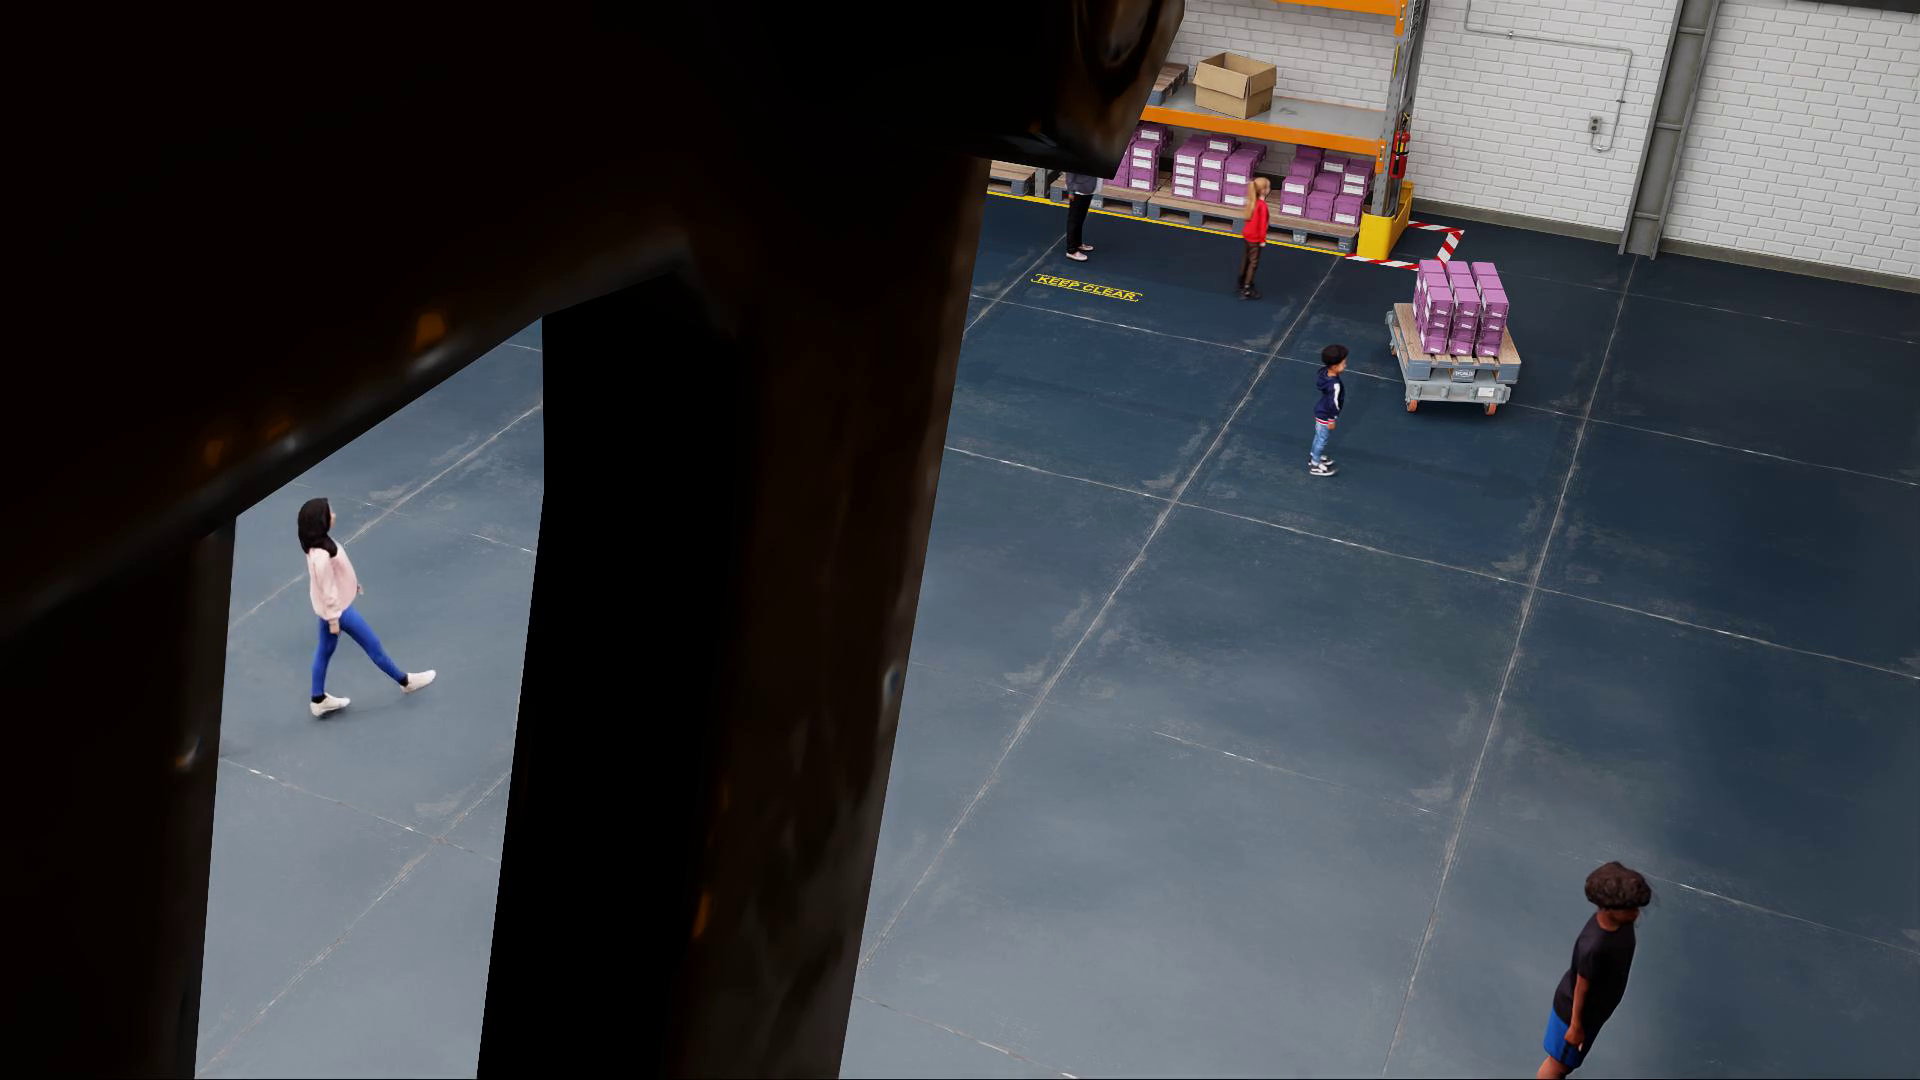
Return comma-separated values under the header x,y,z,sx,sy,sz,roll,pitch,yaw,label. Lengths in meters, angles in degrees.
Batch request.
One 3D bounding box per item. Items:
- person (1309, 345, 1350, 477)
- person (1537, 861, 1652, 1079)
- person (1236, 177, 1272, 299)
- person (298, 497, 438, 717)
x,y,z,sx,sy,sz,roll,pitch,yaw,label
3.171,-1.134,14.369,0.564,1.221,0.571,2,34,4,person
3.222,2.369,8.581,0.652,1.796,0.653,24,41,32,person
3.078,-3.175,17.389,0.622,1.278,0.576,-7,34,-10,person
-4.389,0.503,11.456,1.151,1.720,1.137,-15,36,-21,person
